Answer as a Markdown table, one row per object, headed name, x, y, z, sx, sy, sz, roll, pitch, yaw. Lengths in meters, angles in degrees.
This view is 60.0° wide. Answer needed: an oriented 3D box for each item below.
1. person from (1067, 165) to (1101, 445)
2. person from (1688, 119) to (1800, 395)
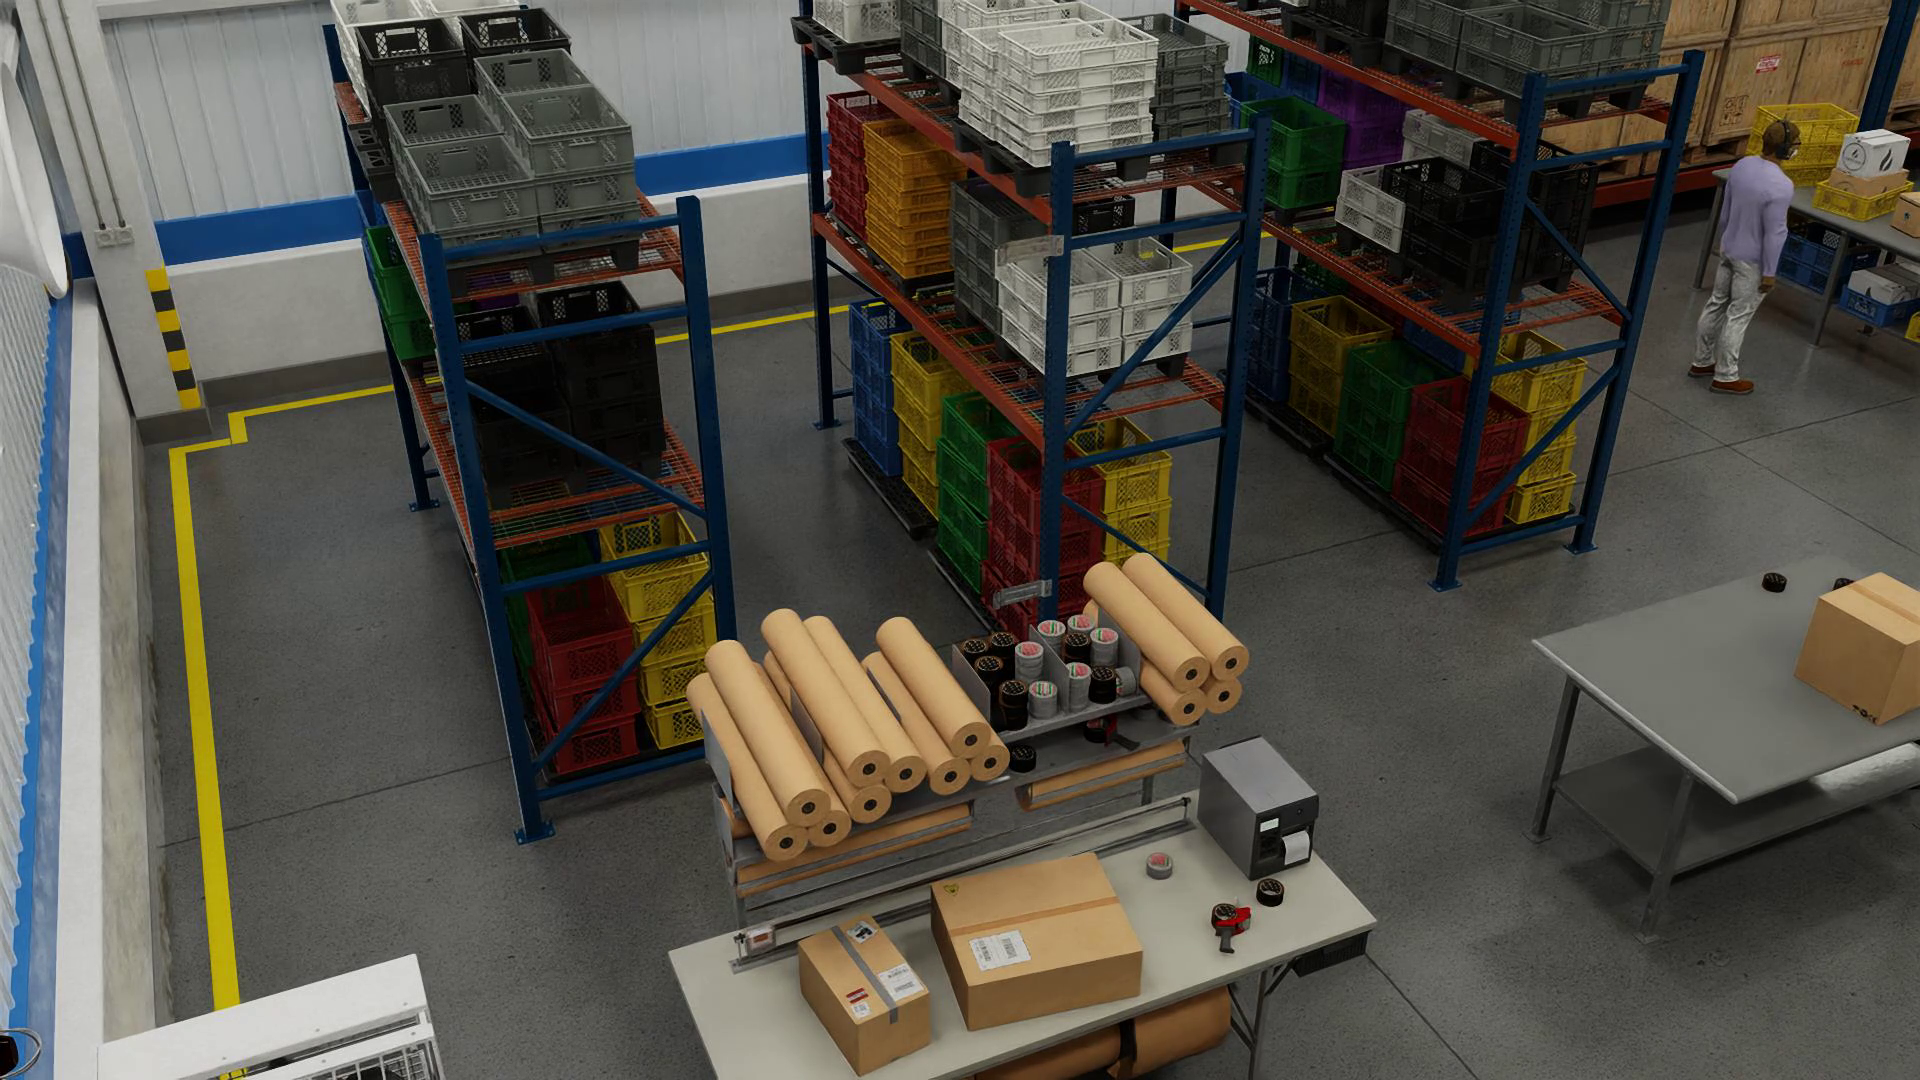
| name | x | y | z | sx | sy | sz | roll | pitch | yaw |
| --- | --- | --- | --- | --- | --- | --- | --- | --- | --- |
| person | 0.740 | -1.554 | 10.966 | 0.338 | 1.872 | 0.660 | 3 | 32 | 4 |
| person | 5.473 | -1.963 | 11.555 | 0.372 | 1.940 | 0.630 | -5 | 32 | -9 |
